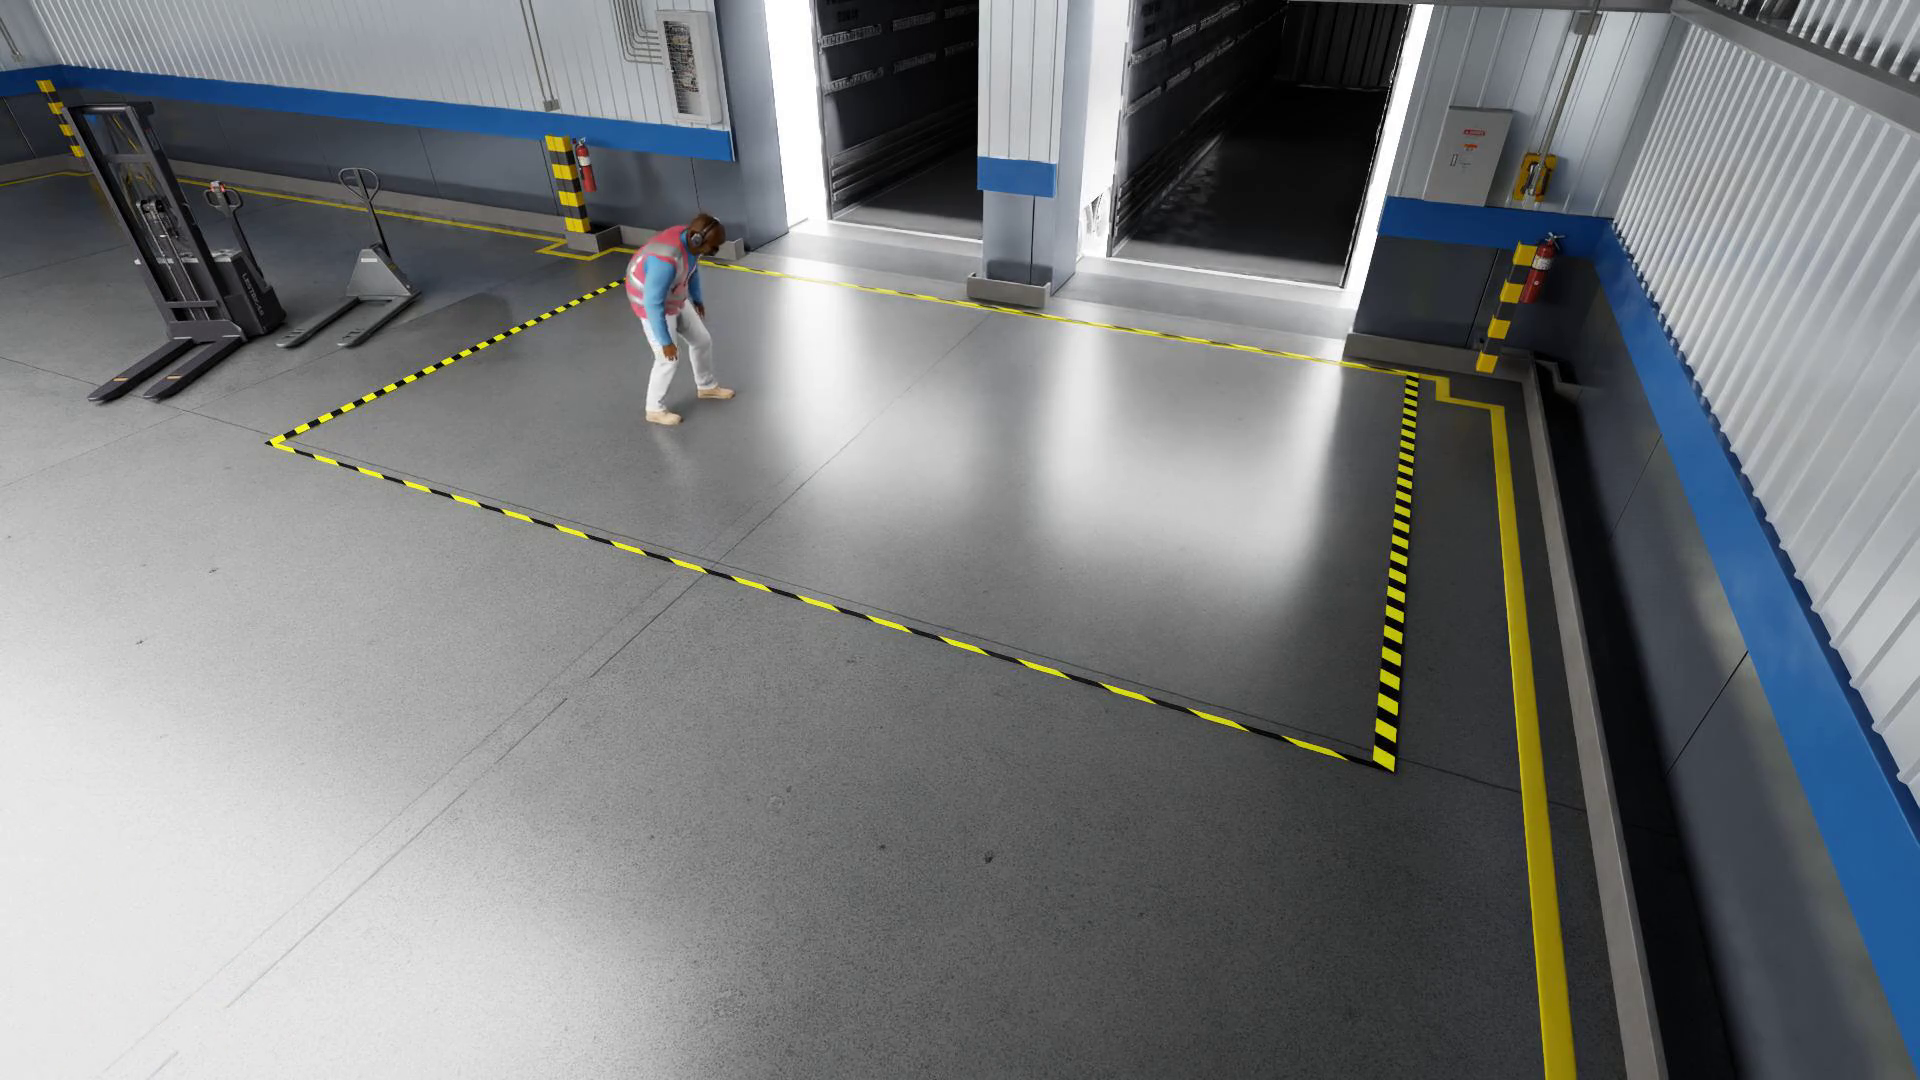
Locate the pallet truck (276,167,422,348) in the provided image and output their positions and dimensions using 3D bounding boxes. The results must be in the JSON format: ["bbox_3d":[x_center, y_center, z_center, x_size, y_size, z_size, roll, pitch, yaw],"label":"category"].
[{"bbox_3d":[-5.732,-2.611,8.414,0.680,1.201,1.601,-1,35,-1],"label":"pallet truck"}]

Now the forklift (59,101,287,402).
[{"bbox_3d":[-6.686,-2.387,7.434,0.823,1.965,1.885,-3,35,-5],"label":"forklift"}]

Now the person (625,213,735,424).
[{"bbox_3d":[-2.001,-1.628,6.749,0.797,1.553,0.796,4,35,6],"label":"person"}]
